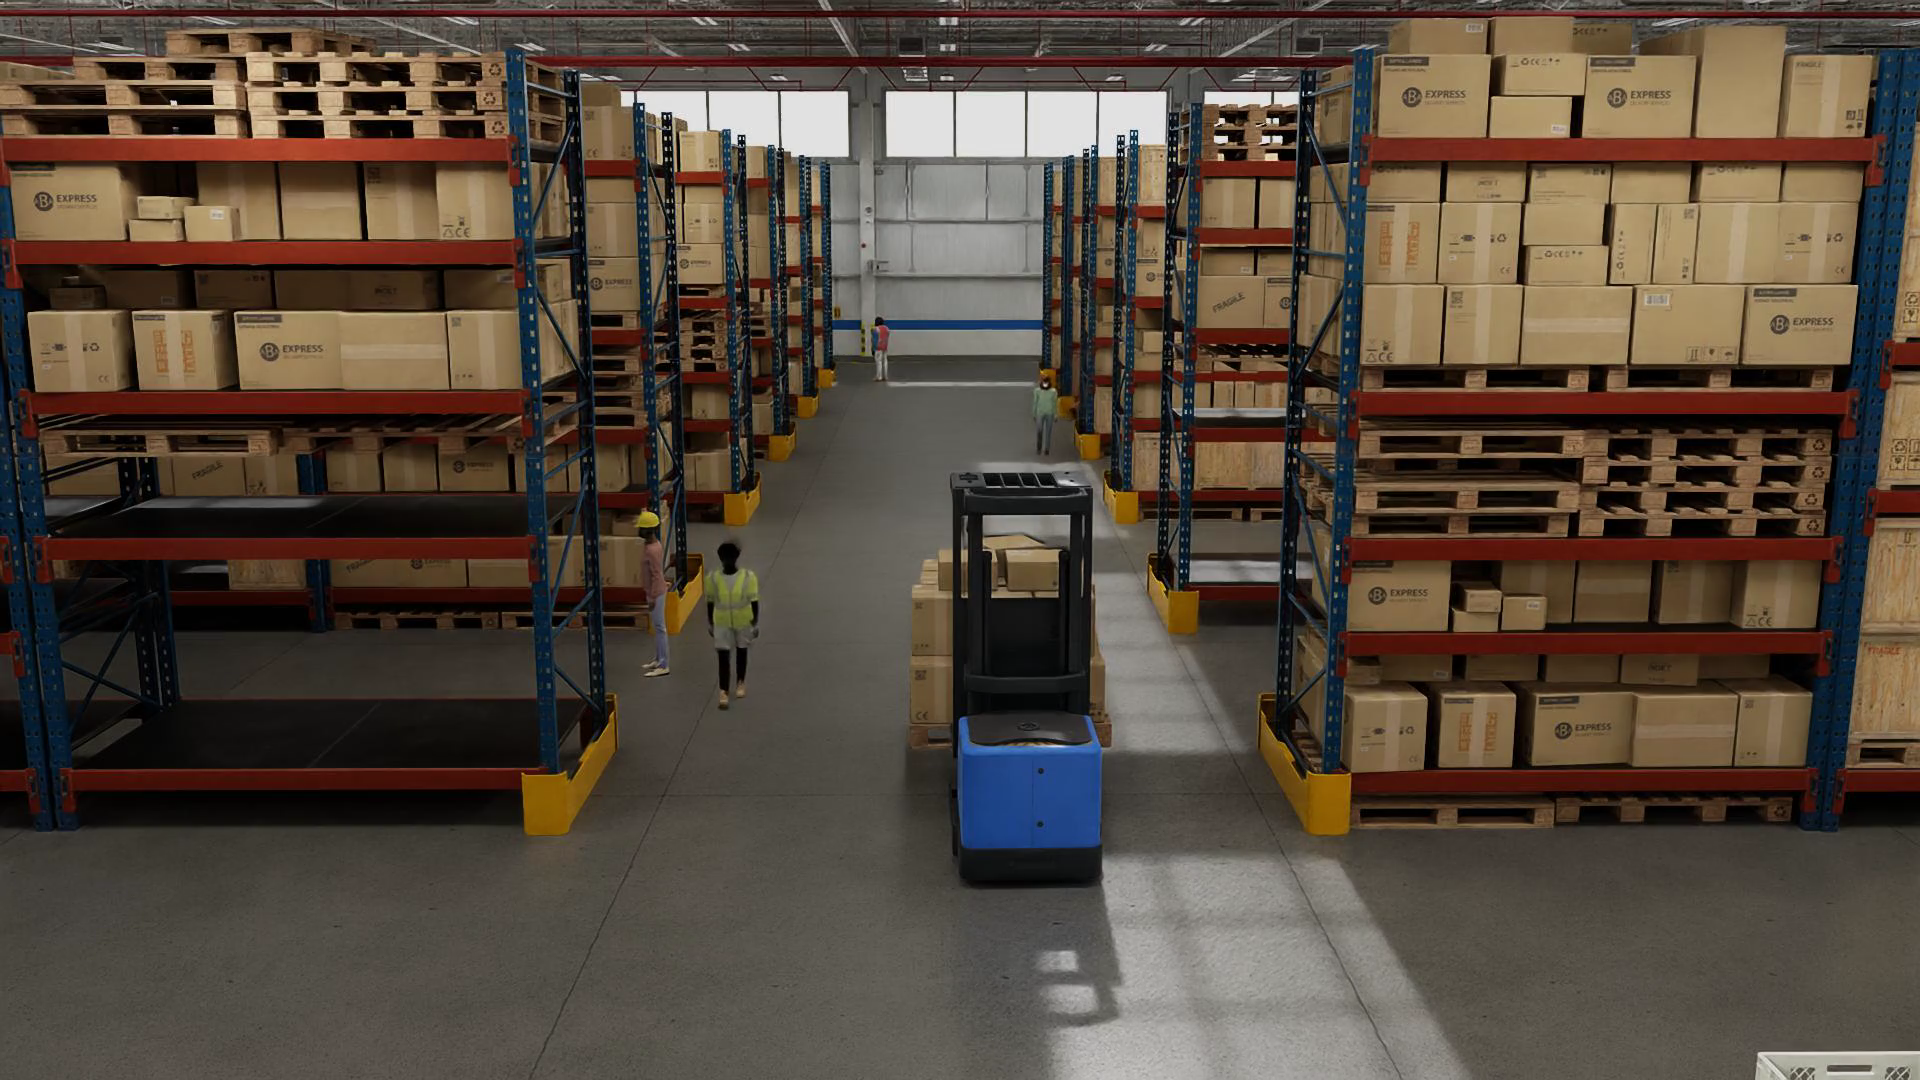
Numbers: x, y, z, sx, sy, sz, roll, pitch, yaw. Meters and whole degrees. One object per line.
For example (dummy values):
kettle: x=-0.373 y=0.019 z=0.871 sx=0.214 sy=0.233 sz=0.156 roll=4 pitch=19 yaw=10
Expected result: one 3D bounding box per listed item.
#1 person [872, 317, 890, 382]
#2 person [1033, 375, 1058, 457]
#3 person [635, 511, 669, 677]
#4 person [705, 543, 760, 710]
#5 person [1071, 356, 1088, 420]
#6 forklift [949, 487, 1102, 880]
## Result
person: x=-2.271 y=-5.384 z=46.971 sx=0.430 sy=1.845 sz=0.619 roll=9 pitch=15 yaw=38
person: x=1.703 y=-2.465 z=33.058 sx=0.503 sy=1.613 sz=0.563 roll=1 pitch=11 yaw=3
person: x=-3.264 y=0.568 z=17.655 sx=0.315 sy=1.770 sz=0.524 roll=-3 pitch=12 yaw=-13
person: x=-2.265 y=0.843 z=16.566 sx=0.543 sy=1.643 sz=0.870 roll=-1 pitch=11 yaw=-5
person: x=2.957 y=-3.624 z=38.120 sx=0.671 sy=1.889 sz=0.656 roll=-1 pitch=11 yaw=-4
forklift: x=0.495 y=0.986 z=12.813 sx=1.129 sy=2.768 sz=1.873 roll=0 pitch=11 yaw=-2
